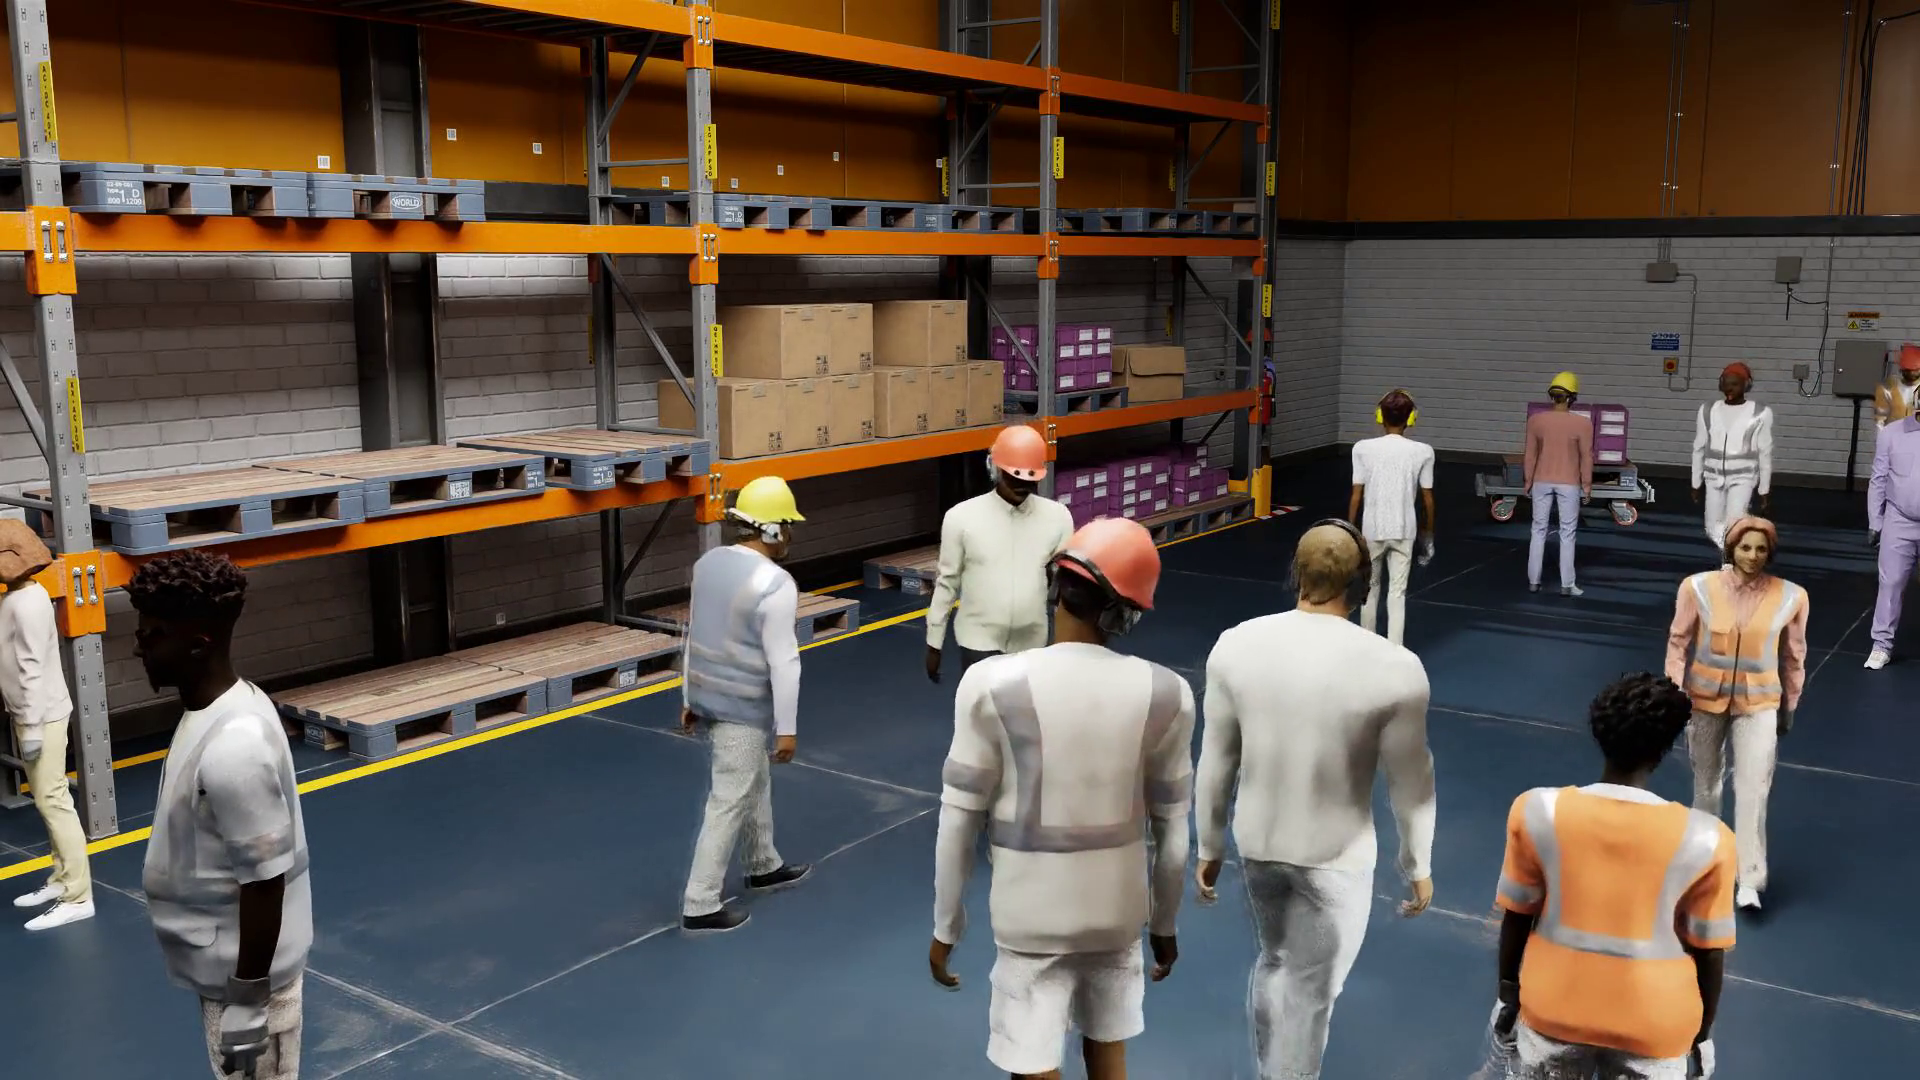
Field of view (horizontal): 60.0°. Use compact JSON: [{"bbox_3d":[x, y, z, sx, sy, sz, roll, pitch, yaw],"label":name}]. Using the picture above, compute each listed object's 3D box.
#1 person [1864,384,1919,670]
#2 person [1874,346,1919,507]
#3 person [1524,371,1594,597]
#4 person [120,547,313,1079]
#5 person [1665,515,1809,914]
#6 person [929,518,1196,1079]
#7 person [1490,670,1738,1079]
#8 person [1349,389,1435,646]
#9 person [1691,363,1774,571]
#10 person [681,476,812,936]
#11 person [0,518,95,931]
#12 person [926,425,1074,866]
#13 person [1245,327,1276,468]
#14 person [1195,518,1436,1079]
[{"bbox_3d":[6.115,-0.090,10.573,0.642,1.908,0.407,6,11,31],"label":"person"},{"bbox_3d":[8.703,-0.863,15.330,0.533,1.878,1.066,5,11,29],"label":"person"},{"bbox_3d":[4.700,-0.438,13.066,0.533,1.767,0.326,7,12,36],"label":"person"},{"bbox_3d":[-1.747,0.985,3.994,0.362,1.963,0.613,-5,11,-28],"label":"person"},{"bbox_3d":[3.177,0.691,6.847,0.522,1.592,0.848,4,10,24],"label":"person"},{"bbox_3d":[0.273,0.951,4.119,0.658,1.994,0.510,-3,10,-19],"label":"person"},{"bbox_3d":[1.507,1.150,3.902,0.534,1.675,0.530,5,11,26],"label":"person"},{"bbox_3d":[2.680,-0.018,10.365,0.544,1.829,0.889,3,10,15],"label":"person"},{"bbox_3d":[6.011,-0.454,12.921,0.799,1.861,0.586,-9,13,-43],"label":"person"},{"bbox_3d":[-0.820,0.642,6.615,0.805,1.782,0.600,-8,12,-38],"label":"person"},{"bbox_3d":[-3.685,0.718,6.607,0.282,1.626,0.491,-7,12,-34],"label":"person"},{"bbox_3d":[0.174,0.430,7.425,0.643,1.936,0.983,-3,10,-16],"label":"person"},{"bbox_3d":[3.212,-1.344,17.949,0.355,1.939,0.544,-1,10,-5],"label":"person"},{"bbox_3d":[1.046,0.882,4.765,0.648,1.908,0.822,7,12,37],"label":"person"}]
